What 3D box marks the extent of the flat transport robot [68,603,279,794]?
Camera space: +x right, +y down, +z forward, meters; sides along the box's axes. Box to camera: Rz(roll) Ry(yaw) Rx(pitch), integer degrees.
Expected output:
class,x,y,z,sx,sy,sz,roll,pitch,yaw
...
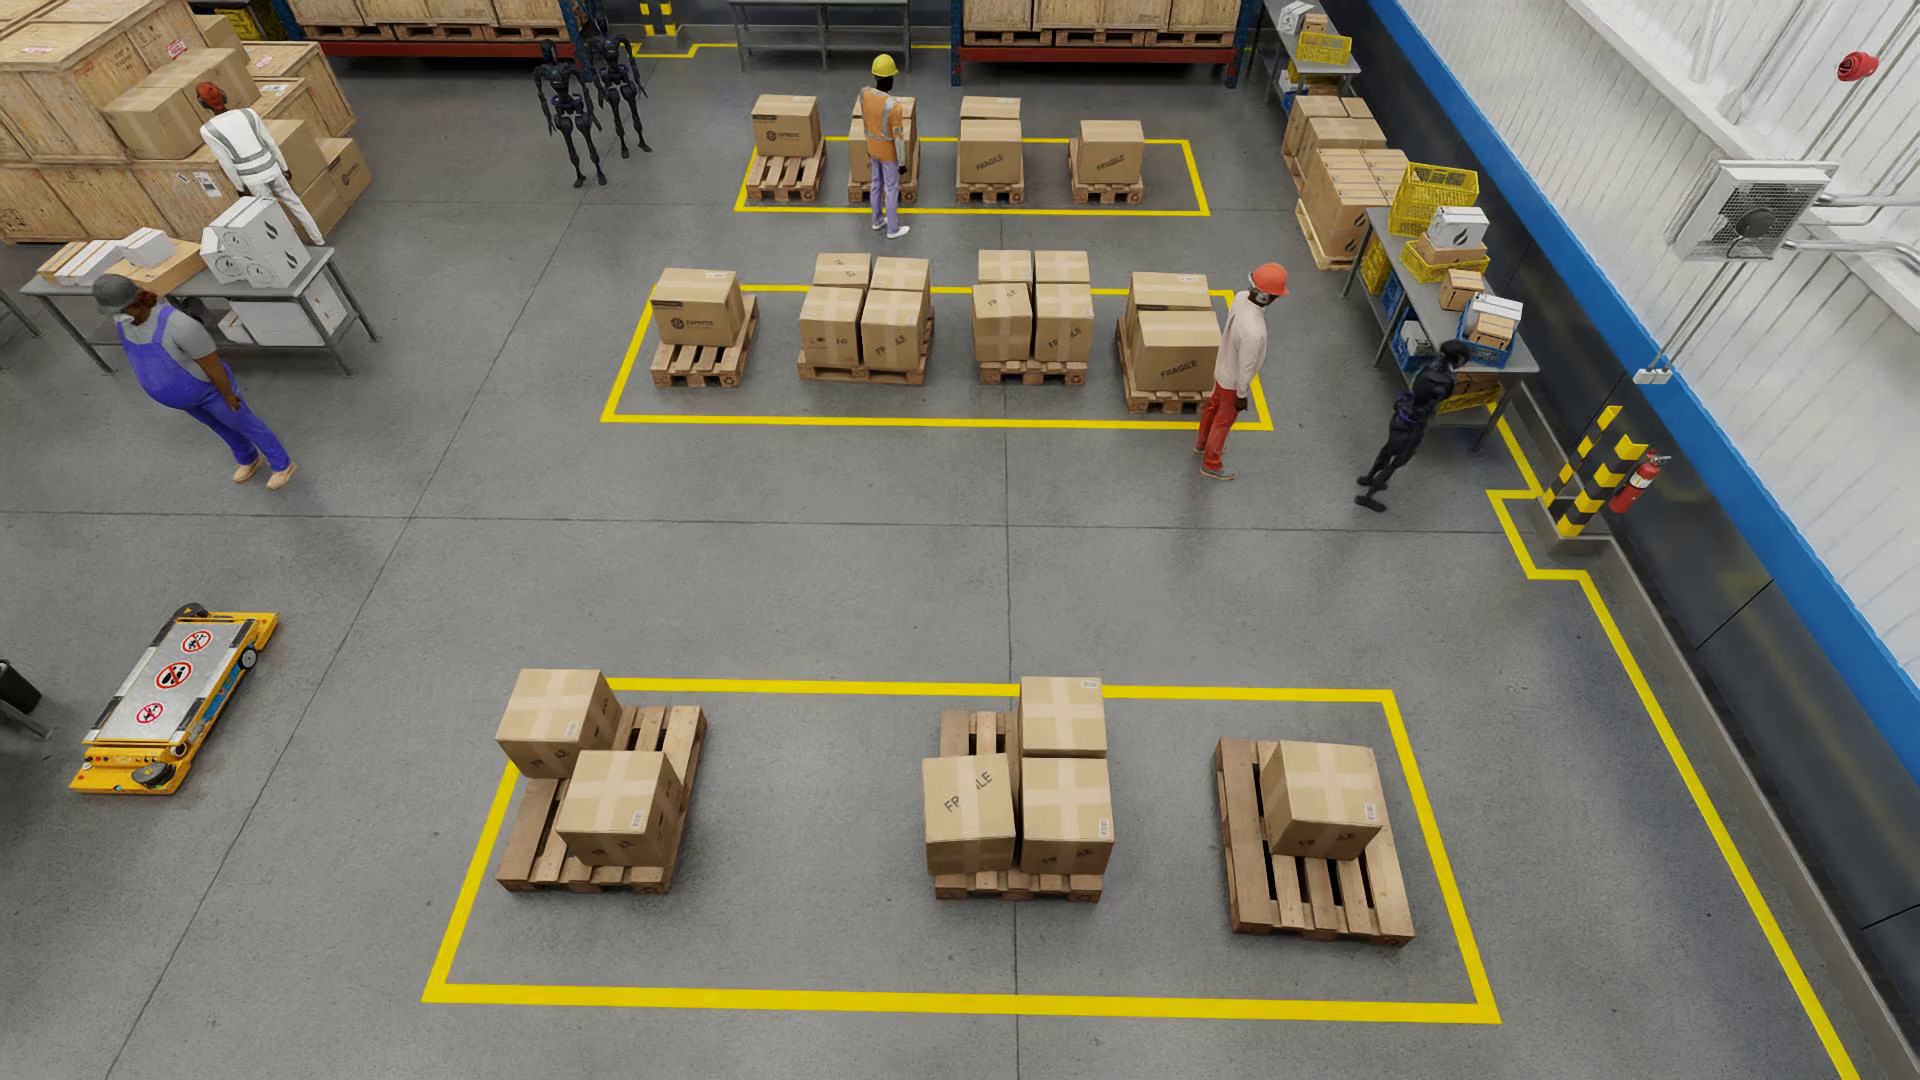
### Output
class,x,y,z,sx,sy,sz,roll,pitch,yaw
flat transport robot,-5.504,1.072,6.442,0.652,0.197,1.431,1,50,1

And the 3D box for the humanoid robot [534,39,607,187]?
class,x,y,z,sx,sy,sz,roll,pitch,yaw
humanoid robot,-4.490,-4.909,10.589,0.593,1.657,0.326,-8,50,-6

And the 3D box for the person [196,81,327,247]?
class,x,y,z,sx,sy,sz,roll,pitch,yaw
person,-7.251,-3.780,9.508,0.354,1.883,0.572,28,55,22

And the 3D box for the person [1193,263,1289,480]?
class,x,y,z,sx,sy,sz,roll,pitch,yaw
person,2.233,-1.333,7.372,0.389,1.985,0.608,1,50,1

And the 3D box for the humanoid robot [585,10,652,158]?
class,x,y,z,sx,sy,sz,roll,pitch,yaw
humanoid robot,-4.129,-5.498,11.087,0.589,1.657,0.327,-25,54,-20

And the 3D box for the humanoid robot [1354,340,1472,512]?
class,x,y,z,sx,sy,sz,roll,pitch,yaw
humanoid robot,3.563,-0.906,7.211,0.368,1.648,0.581,16,52,13

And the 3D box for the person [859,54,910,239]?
class,x,y,z,sx,sy,sz,roll,pitch,yaw
person,-0.793,-4.187,9.833,0.579,1.919,0.388,34,58,25

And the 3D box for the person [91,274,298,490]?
class,x,y,z,sx,sy,sz,roll,pitch,yaw
person,-6.065,-1.214,7.234,0.679,2.000,0.536,11,51,9
